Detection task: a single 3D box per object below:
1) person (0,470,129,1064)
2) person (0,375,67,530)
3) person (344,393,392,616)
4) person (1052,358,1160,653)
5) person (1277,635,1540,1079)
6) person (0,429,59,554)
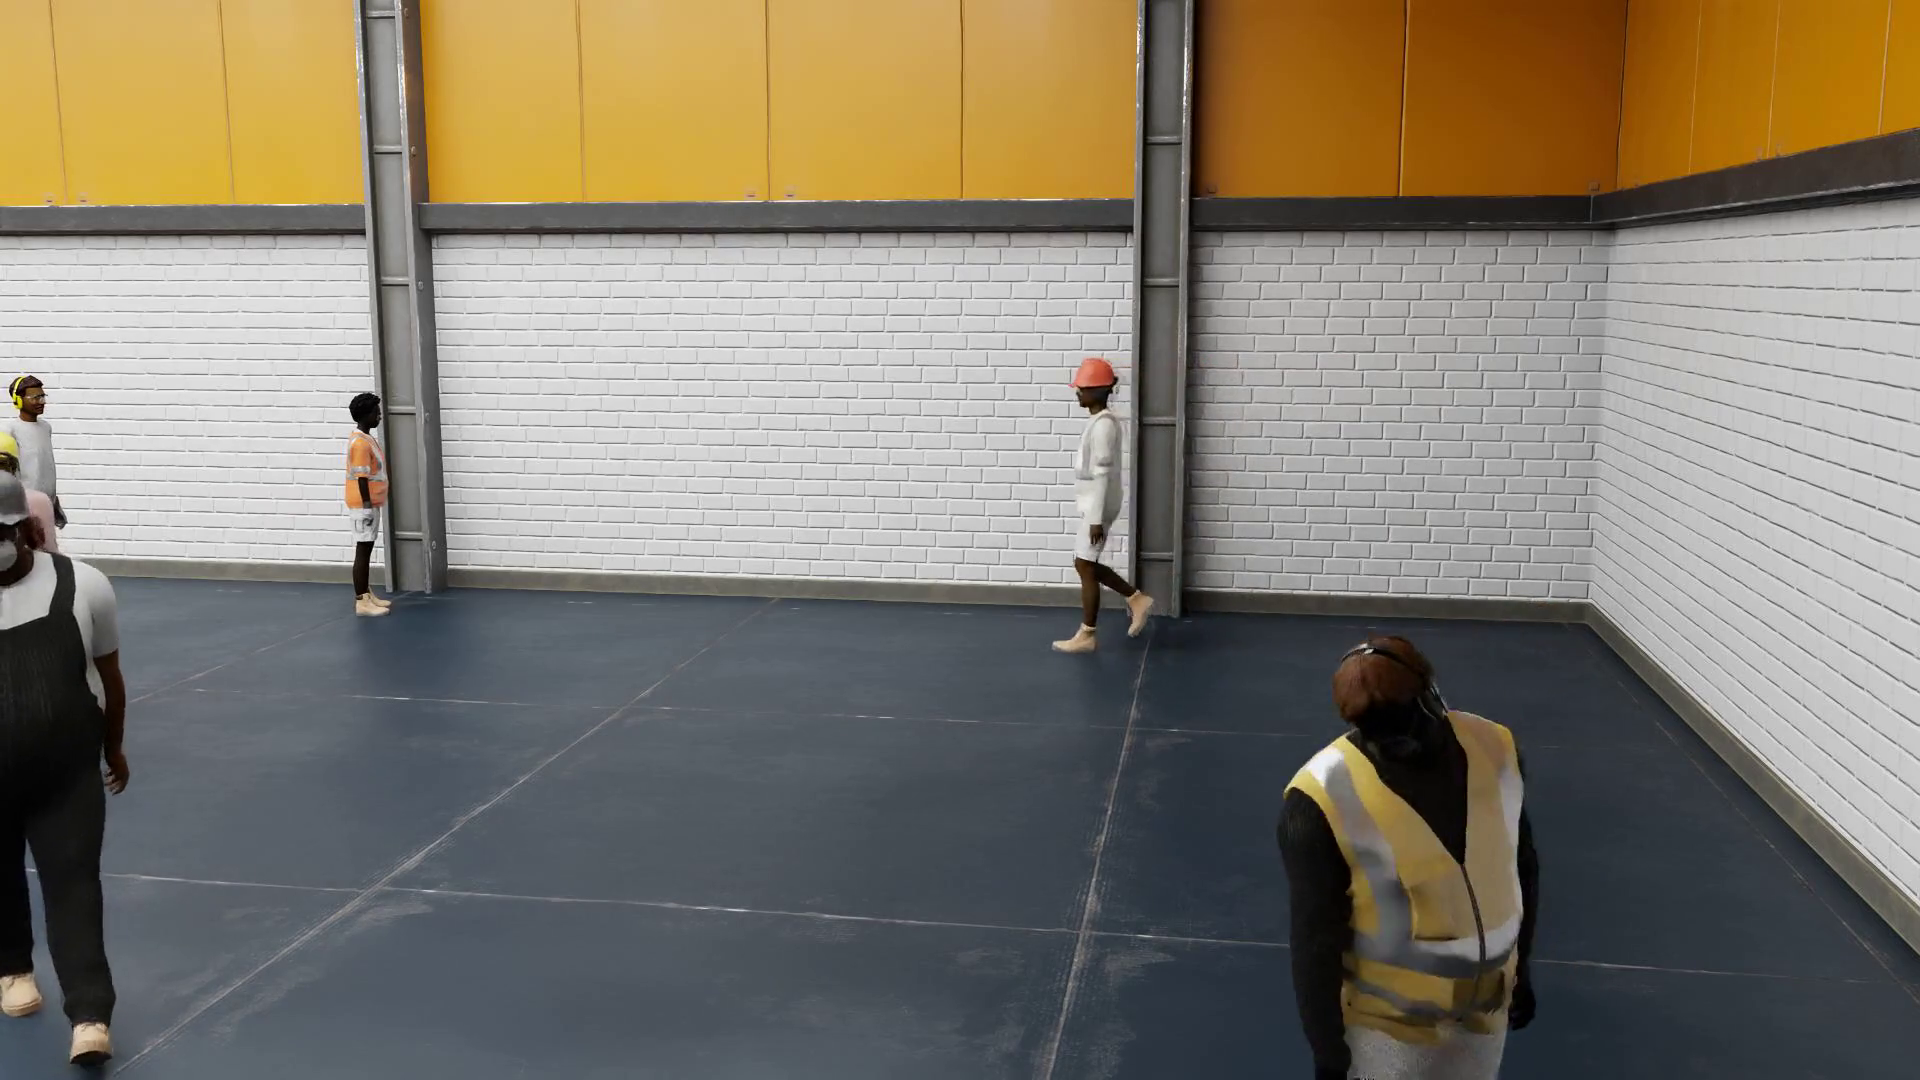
[{"bbox_3d":[-3.147,0.700,5.530,0.692,2.000,1.060,-5,11,-30],"label":"person"},{"bbox_3d":[-6.535,-0.227,11.787,0.321,1.866,0.532,1,9,4],"label":"person"},{"bbox_3d":[-4.487,-0.269,12.590,0.318,1.691,0.534,-3,10,-18],"label":"person"},{"bbox_3d":[0.995,-0.223,11.276,0.658,2.026,0.610,0,9,-1],"label":"person"},{"bbox_3d":[1.075,1.095,3.875,0.698,1.799,0.433,-4,10,-21],"label":"person"},{"bbox_3d":[-5.191,0.273,9.047,0.550,1.750,0.366,-6,11,-34],"label":"person"}]
